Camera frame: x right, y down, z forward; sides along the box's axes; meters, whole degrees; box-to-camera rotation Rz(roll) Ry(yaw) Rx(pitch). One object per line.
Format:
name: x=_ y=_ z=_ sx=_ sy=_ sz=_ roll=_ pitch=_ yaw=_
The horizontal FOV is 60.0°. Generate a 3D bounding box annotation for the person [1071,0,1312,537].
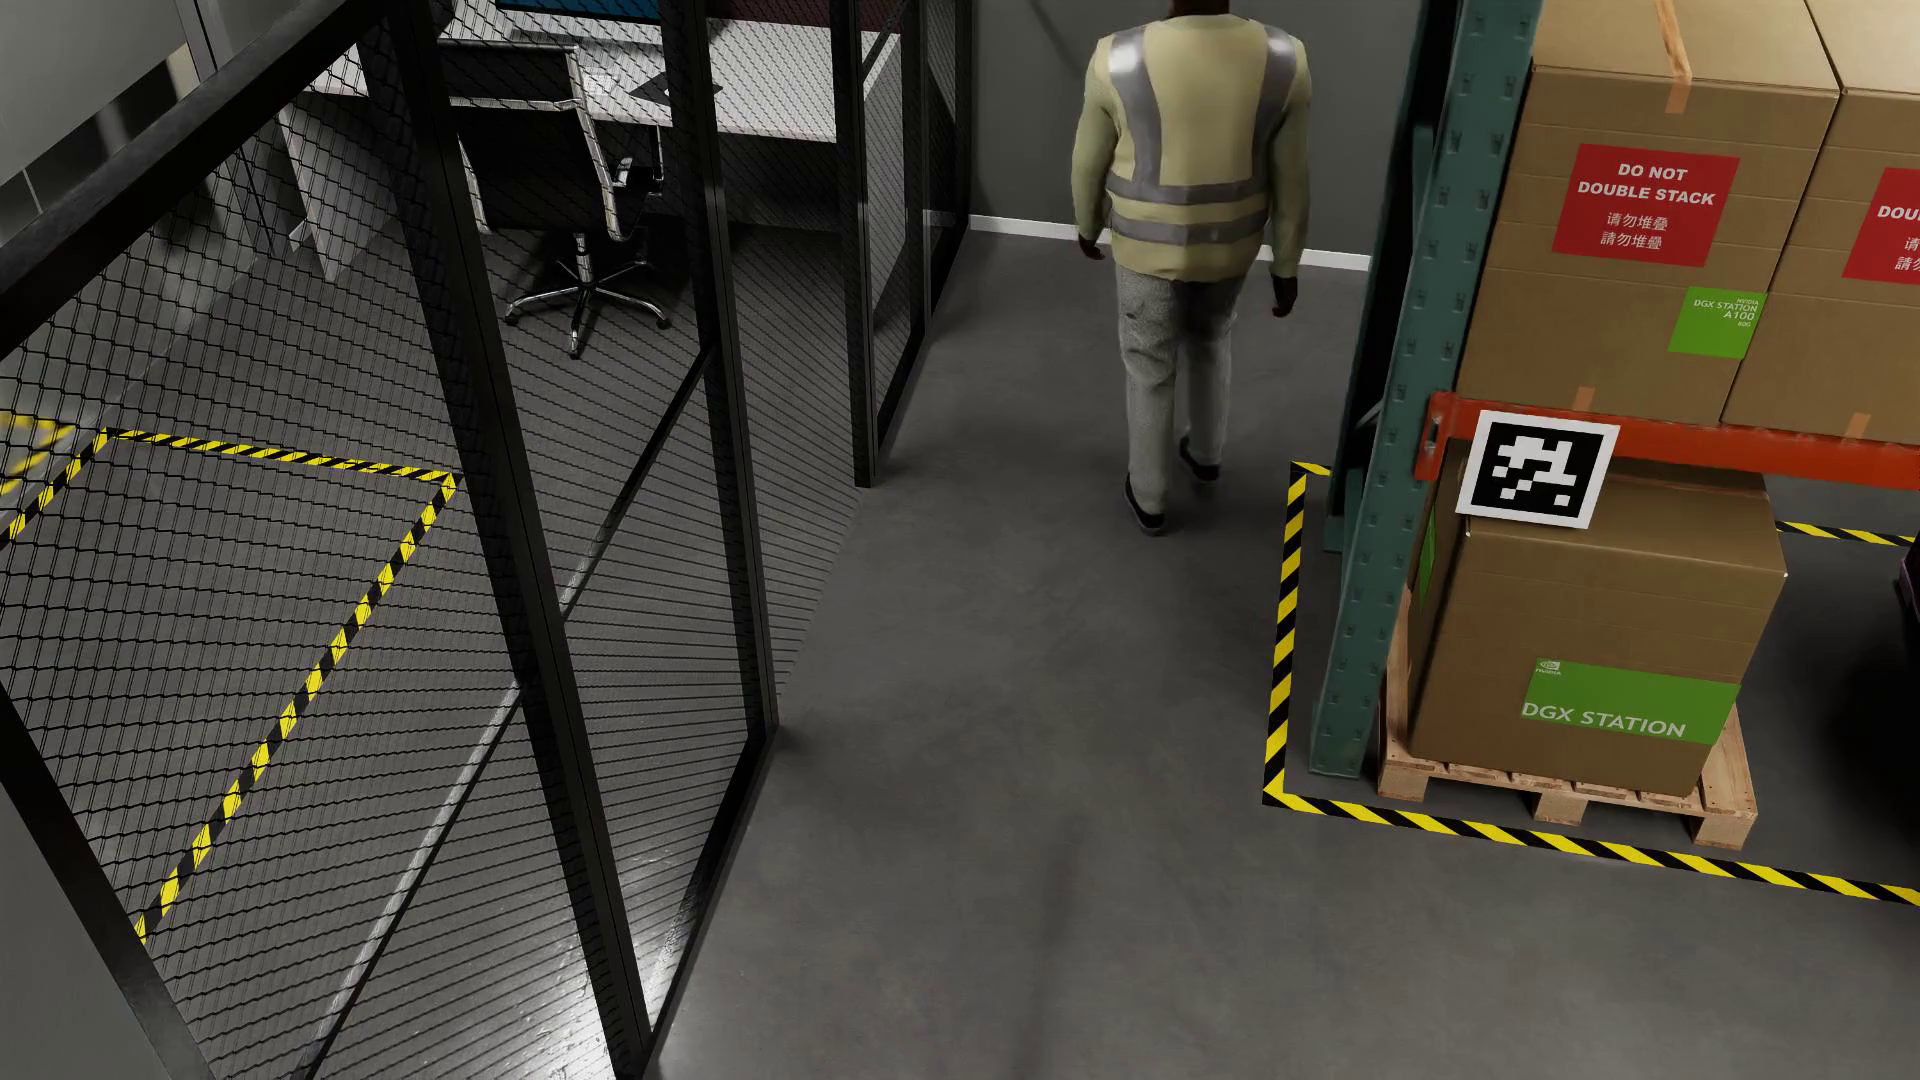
person: x=0.611 y=-0.839 z=4.575 sx=0.603 sy=1.804 sz=0.479 roll=-5 pitch=41 yaw=-6
